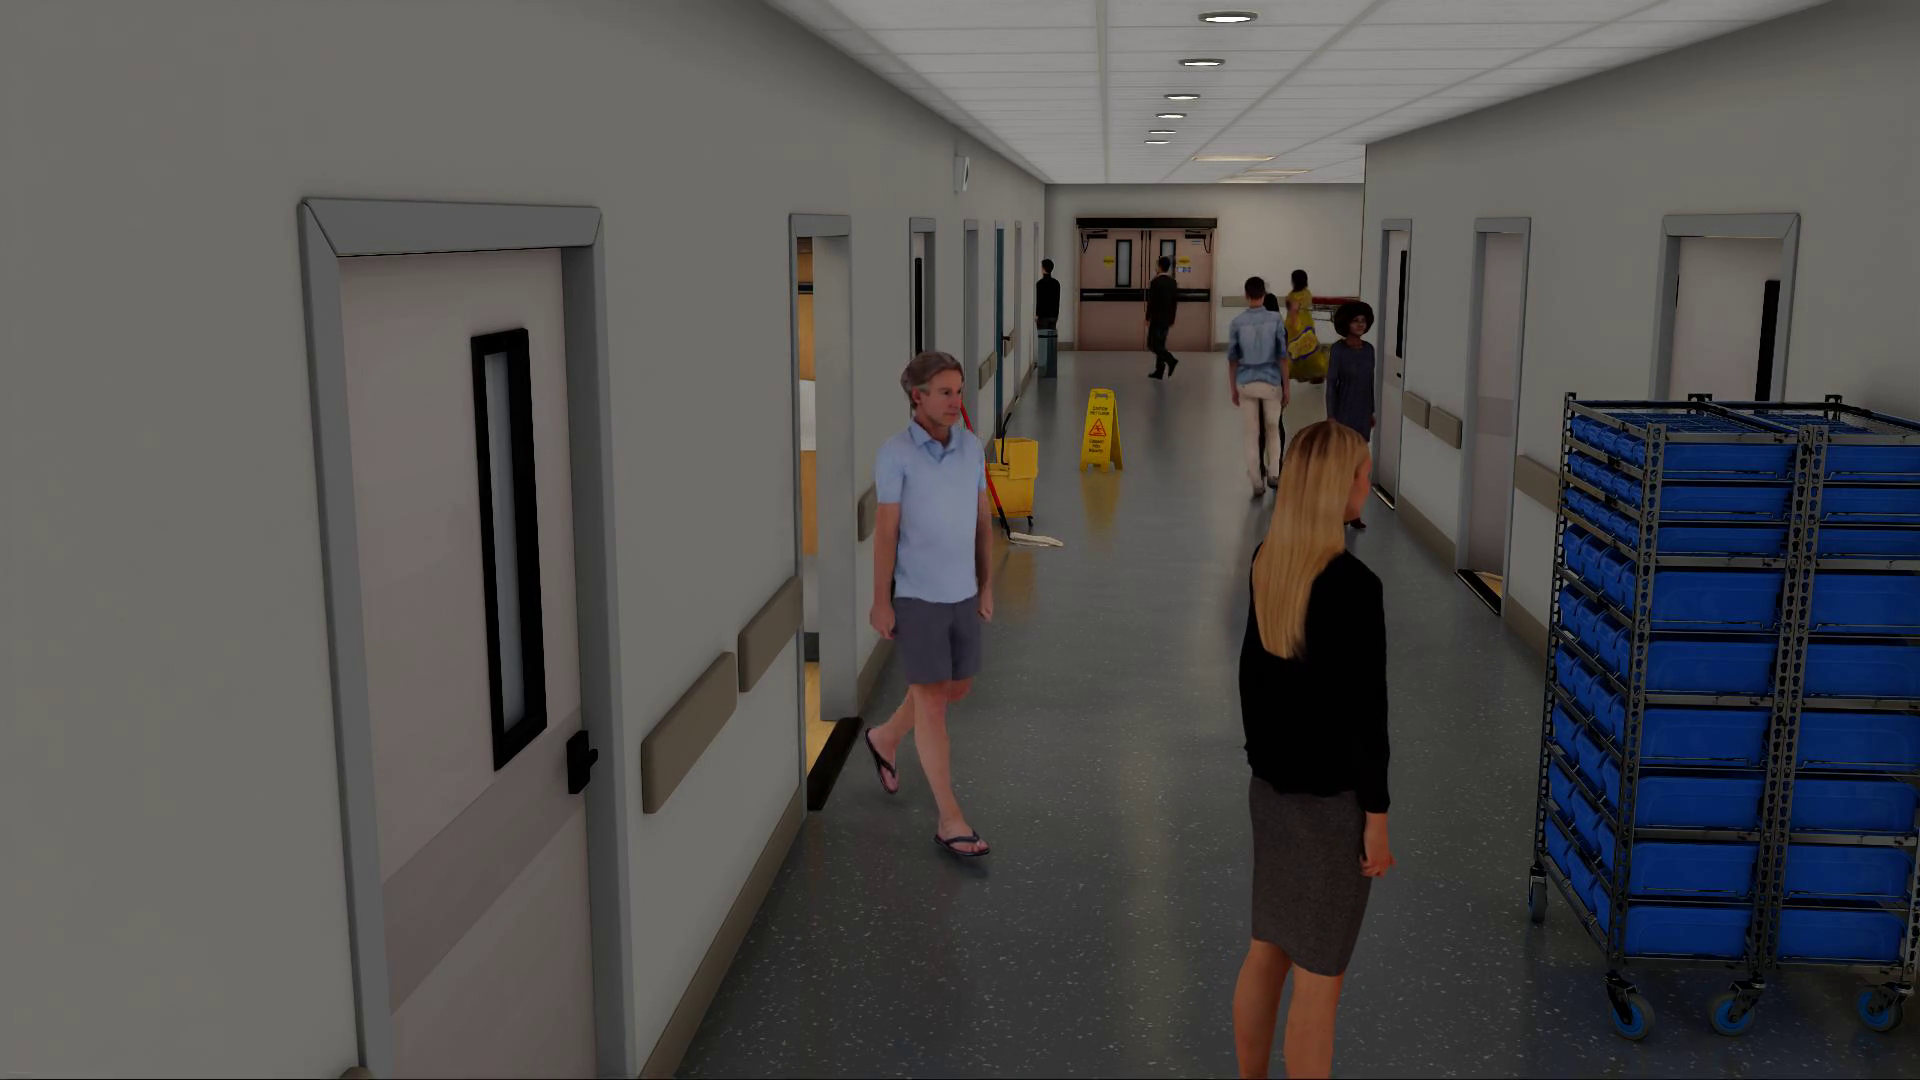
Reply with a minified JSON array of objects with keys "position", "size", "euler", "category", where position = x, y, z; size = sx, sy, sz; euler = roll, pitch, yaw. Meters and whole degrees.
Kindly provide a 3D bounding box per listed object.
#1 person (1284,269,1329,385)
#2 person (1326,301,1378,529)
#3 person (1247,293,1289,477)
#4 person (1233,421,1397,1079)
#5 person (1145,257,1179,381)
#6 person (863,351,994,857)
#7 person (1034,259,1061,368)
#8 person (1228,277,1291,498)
[{"position":[4.821,-2.931,23.295],"size":[1.244,1.605,1.280],"euler":[9,14,40],"category":"person"},{"position":[2.921,-0.932,12.476],"size":[0.663,1.710,0.662],"euler":[-5,12,-23],"category":"person"},{"position":[2.816,-1.413,15.173],"size":[0.657,1.649,0.658],"euler":[-4,12,-21],"category":"person"},{"position":[0.796,0.642,3.832],"size":[0.761,1.841,0.654],"euler":[-5,12,-26],"category":"person"},{"position":[3.000,-3.230,24.370],"size":[0.982,1.792,1.038],"euler":[-9,14,-40],"category":"person"},{"position":[-0.156,0.208,6.202],"size":[1.133,1.809,1.201],"euler":[-9,14,-39],"category":"person"},{"position":[1.396,-3.649,26.764],"size":[0.711,1.722,0.769],"euler":[-9,14,-39],"category":"person"},{"position":[2.490,-1.264,13.927],"size":[0.712,1.823,0.678],"euler":[4,11,19],"category":"person"}]
